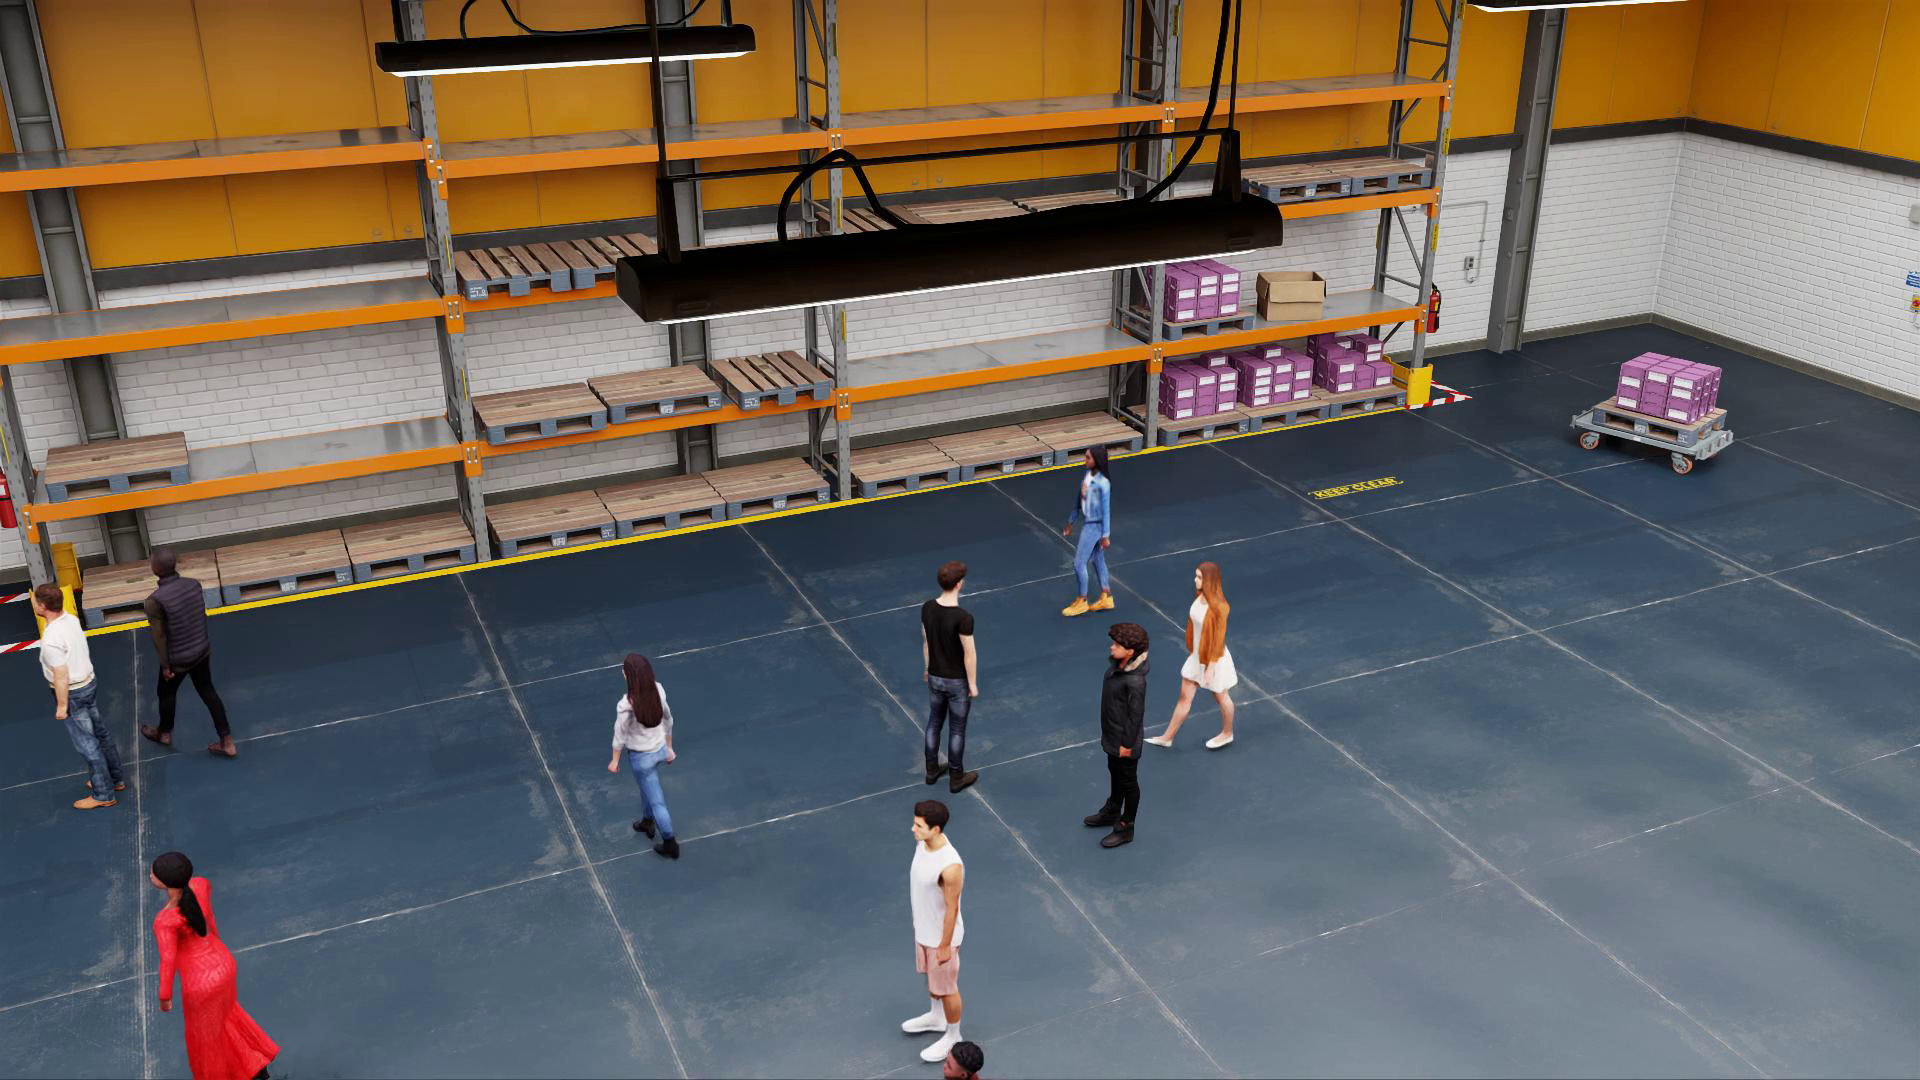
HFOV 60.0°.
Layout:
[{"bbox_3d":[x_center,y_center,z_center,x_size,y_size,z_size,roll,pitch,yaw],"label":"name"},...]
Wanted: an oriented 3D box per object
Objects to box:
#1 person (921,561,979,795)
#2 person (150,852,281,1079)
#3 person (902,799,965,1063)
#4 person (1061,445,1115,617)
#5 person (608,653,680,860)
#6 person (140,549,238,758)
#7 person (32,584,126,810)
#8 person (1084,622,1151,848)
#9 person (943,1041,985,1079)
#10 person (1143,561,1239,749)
[{"bbox_3d":[-0.091,1.063,12.892,0.733,1.894,0.722,18,29,35],"label":"person"},{"bbox_3d":[-4.333,2.549,9.641,0.898,1.774,0.839,3,24,7],"label":"person"},{"bbox_3d":[-0.127,2.342,10.101,0.559,1.785,0.644,-9,25,-20],"label":"person"},{"bbox_3d":[1.362,-0.098,15.797,0.841,1.695,0.711,-4,24,-10],"label":"person"},{"bbox_3d":[-2.192,1.591,12.037,0.879,1.611,0.840,12,27,26],"label":"person"},{"bbox_3d":[-6.116,0.945,13.273,1.164,1.804,1.143,10,25,21],"label":"person"},{"bbox_3d":[-6.731,1.175,12.687,0.678,1.853,0.731,-3,24,-6],"label":"person"},{"bbox_3d":[1.204,1.401,12.258,0.641,1.781,0.648,-7,25,-16],"label":"person"},{"bbox_3d":[0.083,3.197,8.849,0.954,1.221,0.746,0,24,-1],"label":"person"},{"bbox_3d":[2.090,0.945,13.421,0.998,1.685,0.634,-10,26,-22],"label":"person"}]
